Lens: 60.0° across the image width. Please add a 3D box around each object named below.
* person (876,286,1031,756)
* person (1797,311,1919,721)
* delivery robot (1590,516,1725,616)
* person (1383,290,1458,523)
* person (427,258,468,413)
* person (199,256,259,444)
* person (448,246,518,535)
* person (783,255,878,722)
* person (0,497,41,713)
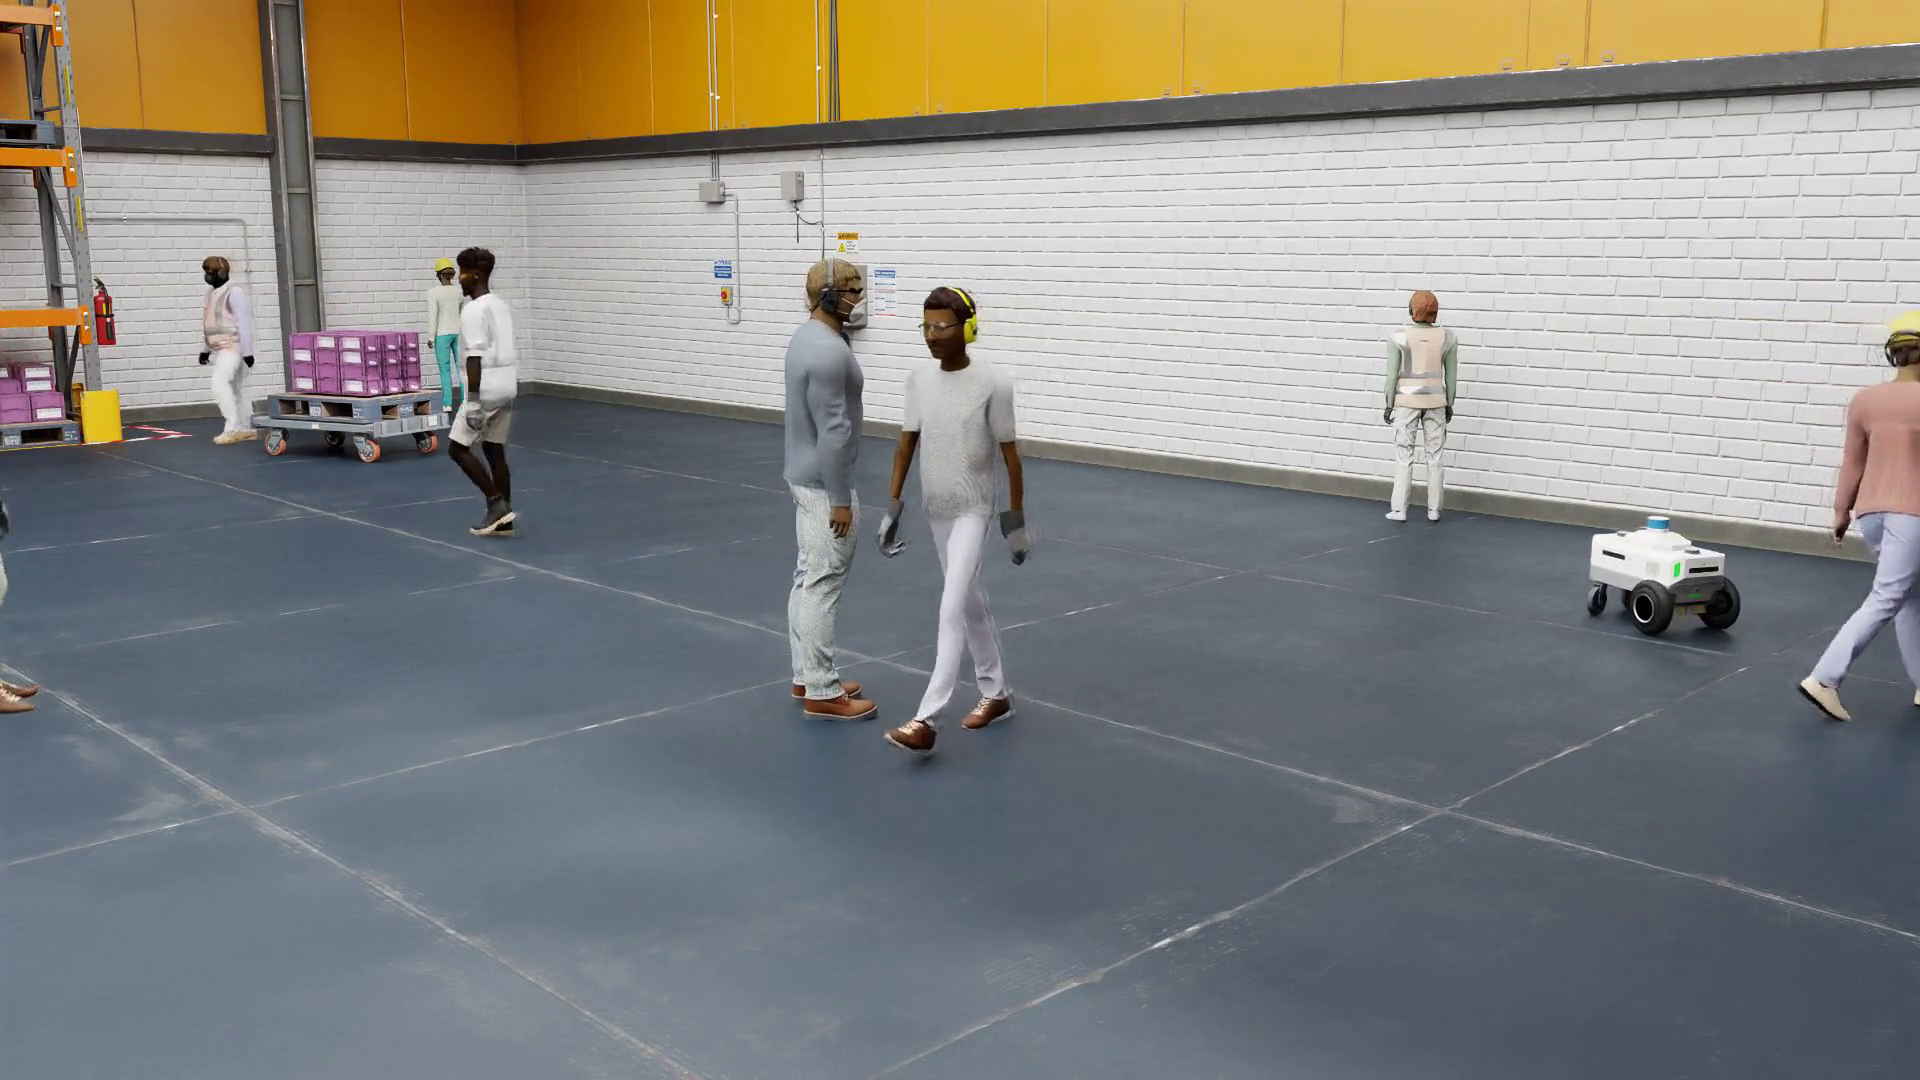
[{"bbox_3d":[-0.058,-0.076,6.556,0.493,1.814,0.948,9,13,39],"label":"person"},{"bbox_3d":[3.909,-0.097,6.990,0.859,1.711,0.588,-4,11,-20],"label":"person"},{"bbox_3d":[3.636,0.119,8.692,0.477,0.478,0.707,-3,11,-17],"label":"delivery robot"},{"bbox_3d":[3.238,-0.931,11.717,0.514,1.641,0.308,0,10,-1],"label":"person"},{"bbox_3d":[-5.855,-2.334,19.021,0.314,1.767,0.534,9,13,39],"label":"person"},{"bbox_3d":[-7.139,-1.832,16.144,0.652,1.823,0.618,-9,14,-40],"label":"person"},{"bbox_3d":[-3.186,-0.974,11.104,0.428,1.946,0.629,2,11,8],"label":"person"},{"bbox_3d":[-0.560,-0.215,6.995,0.354,1.937,0.635,-3,11,-14],"label":"person"},{"bbox_3d":[-4.166,-0.189,7.059,0.342,1.867,0.574,-4,11,-21],"label":"person"}]
